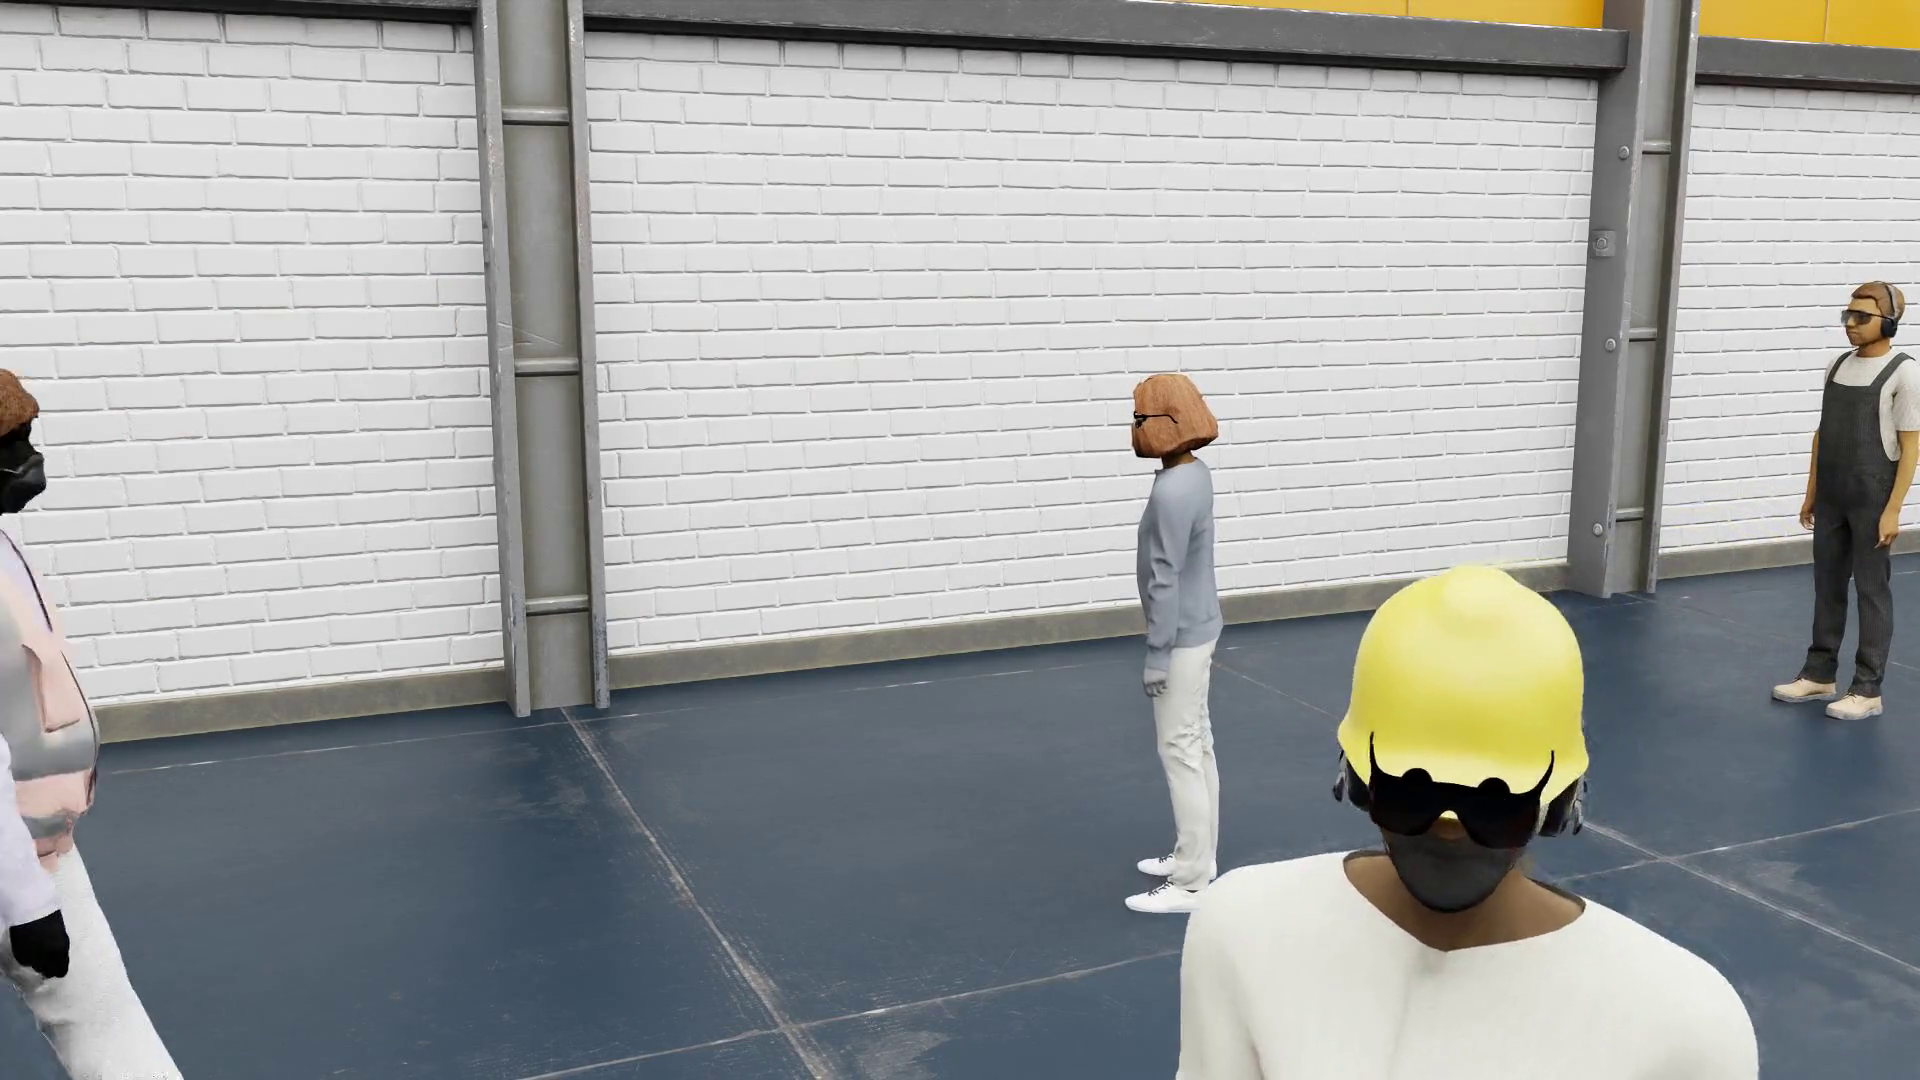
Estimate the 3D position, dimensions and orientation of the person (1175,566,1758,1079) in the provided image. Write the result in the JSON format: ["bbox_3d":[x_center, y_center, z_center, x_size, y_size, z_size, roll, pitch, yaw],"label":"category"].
[{"bbox_3d":[0.448,0.871,1.611,0.538,1.756,0.432,7,12,33],"label":"person"}]

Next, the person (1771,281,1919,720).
[{"bbox_3d":[3.794,-0.166,7.057,0.345,1.847,0.508,-3,11,-18],"label":"person"}]

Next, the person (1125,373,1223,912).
[{"bbox_3d":[0.648,0.310,5.048,0.288,1.626,0.497,3,11,14],"label":"person"}]

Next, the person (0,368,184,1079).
[{"bbox_3d":[-1.730,0.574,3.097,0.929,1.798,0.651,-3,11,-17],"label":"person"}]
